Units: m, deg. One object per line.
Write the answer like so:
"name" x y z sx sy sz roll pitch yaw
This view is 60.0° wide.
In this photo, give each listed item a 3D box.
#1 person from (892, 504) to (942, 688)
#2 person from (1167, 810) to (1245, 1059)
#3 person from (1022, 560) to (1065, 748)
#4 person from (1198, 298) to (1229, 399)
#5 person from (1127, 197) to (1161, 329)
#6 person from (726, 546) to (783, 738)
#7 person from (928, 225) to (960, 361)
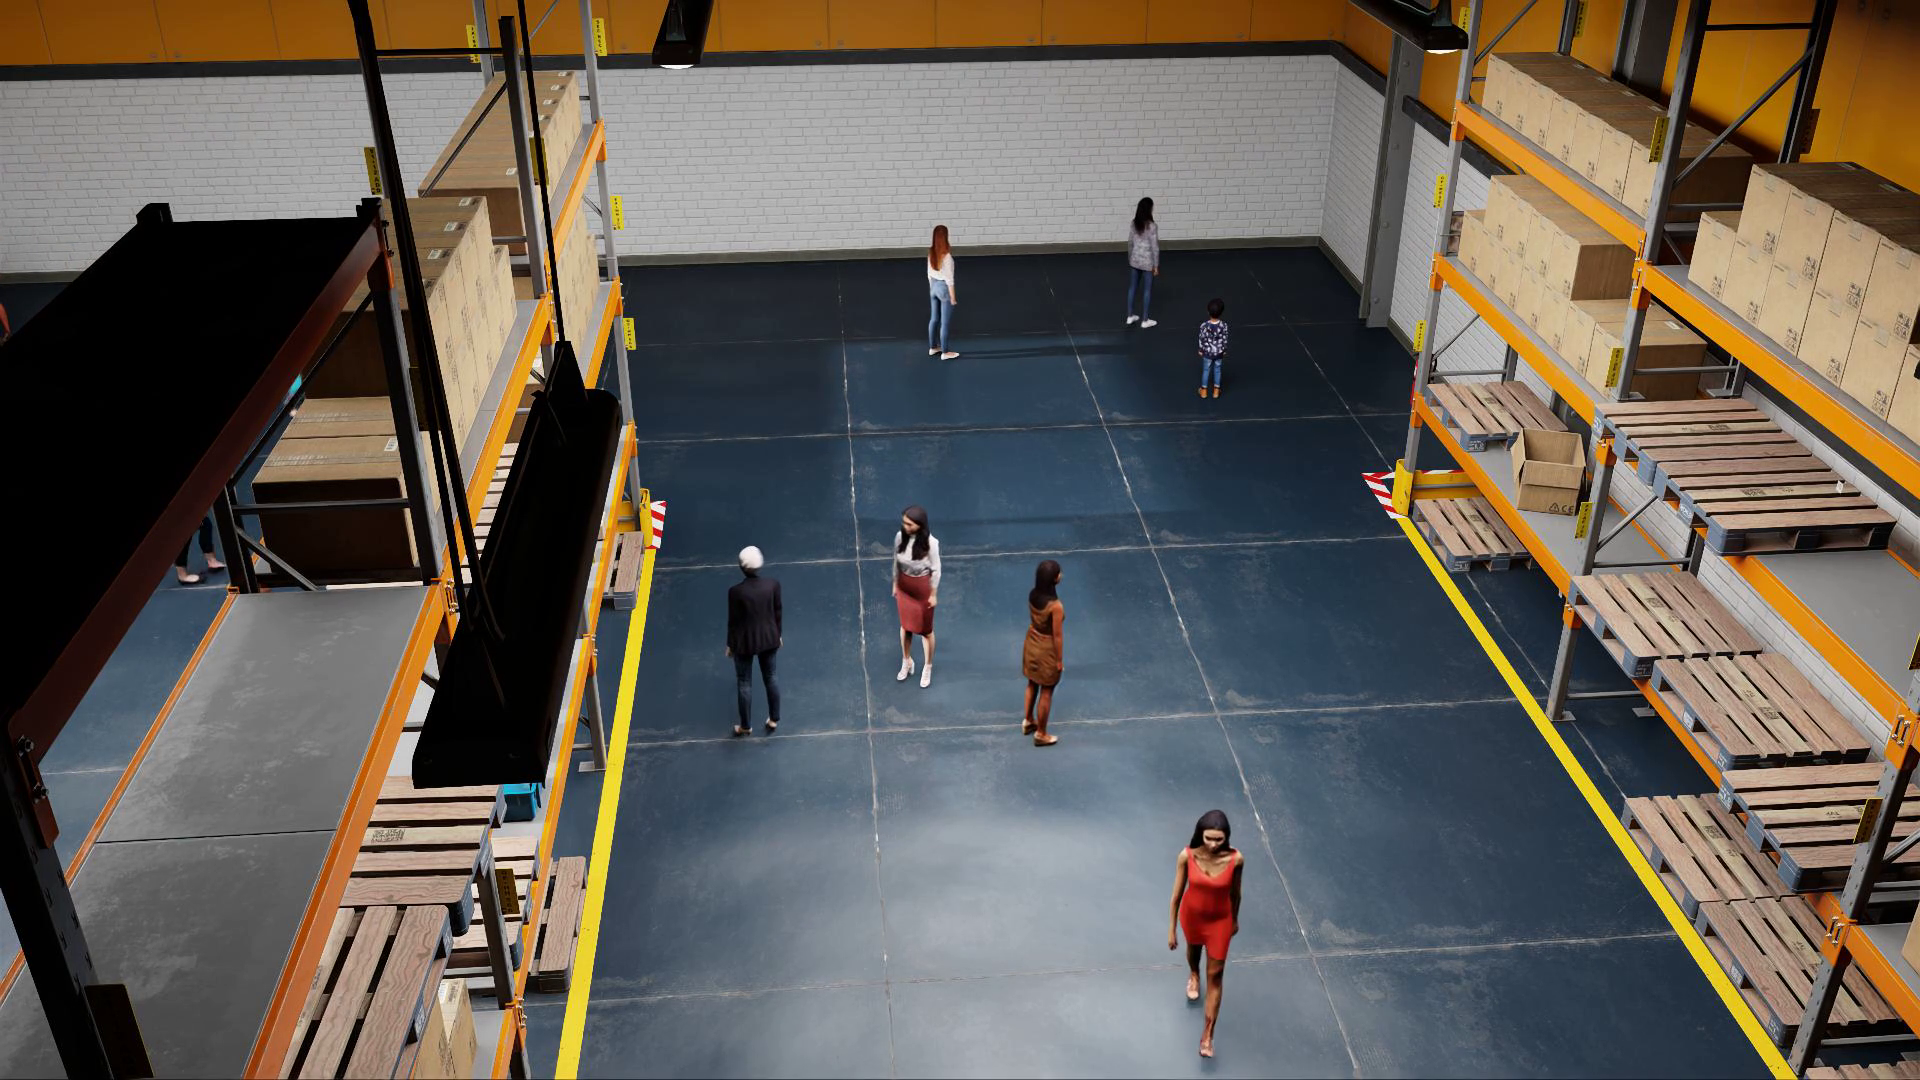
"person" -0.382 0.470 14.414 0.672 1.752 0.689 15 32 25
"person" 1.601 2.440 10.895 0.797 1.664 1.178 4 29 7
"person" 0.680 0.925 13.651 0.703 1.684 0.595 -16 33 -27
"person" 3.051 -2.317 20.047 0.513 1.251 0.531 1 29 2
"person" 2.421 -3.695 22.070 0.679 1.732 0.750 24 37 36
"person" -1.735 0.841 13.667 0.811 1.780 0.704 -12 31 -22
"person" -0.242 -3.149 21.074 0.713 1.728 0.620 -22 36 -35
